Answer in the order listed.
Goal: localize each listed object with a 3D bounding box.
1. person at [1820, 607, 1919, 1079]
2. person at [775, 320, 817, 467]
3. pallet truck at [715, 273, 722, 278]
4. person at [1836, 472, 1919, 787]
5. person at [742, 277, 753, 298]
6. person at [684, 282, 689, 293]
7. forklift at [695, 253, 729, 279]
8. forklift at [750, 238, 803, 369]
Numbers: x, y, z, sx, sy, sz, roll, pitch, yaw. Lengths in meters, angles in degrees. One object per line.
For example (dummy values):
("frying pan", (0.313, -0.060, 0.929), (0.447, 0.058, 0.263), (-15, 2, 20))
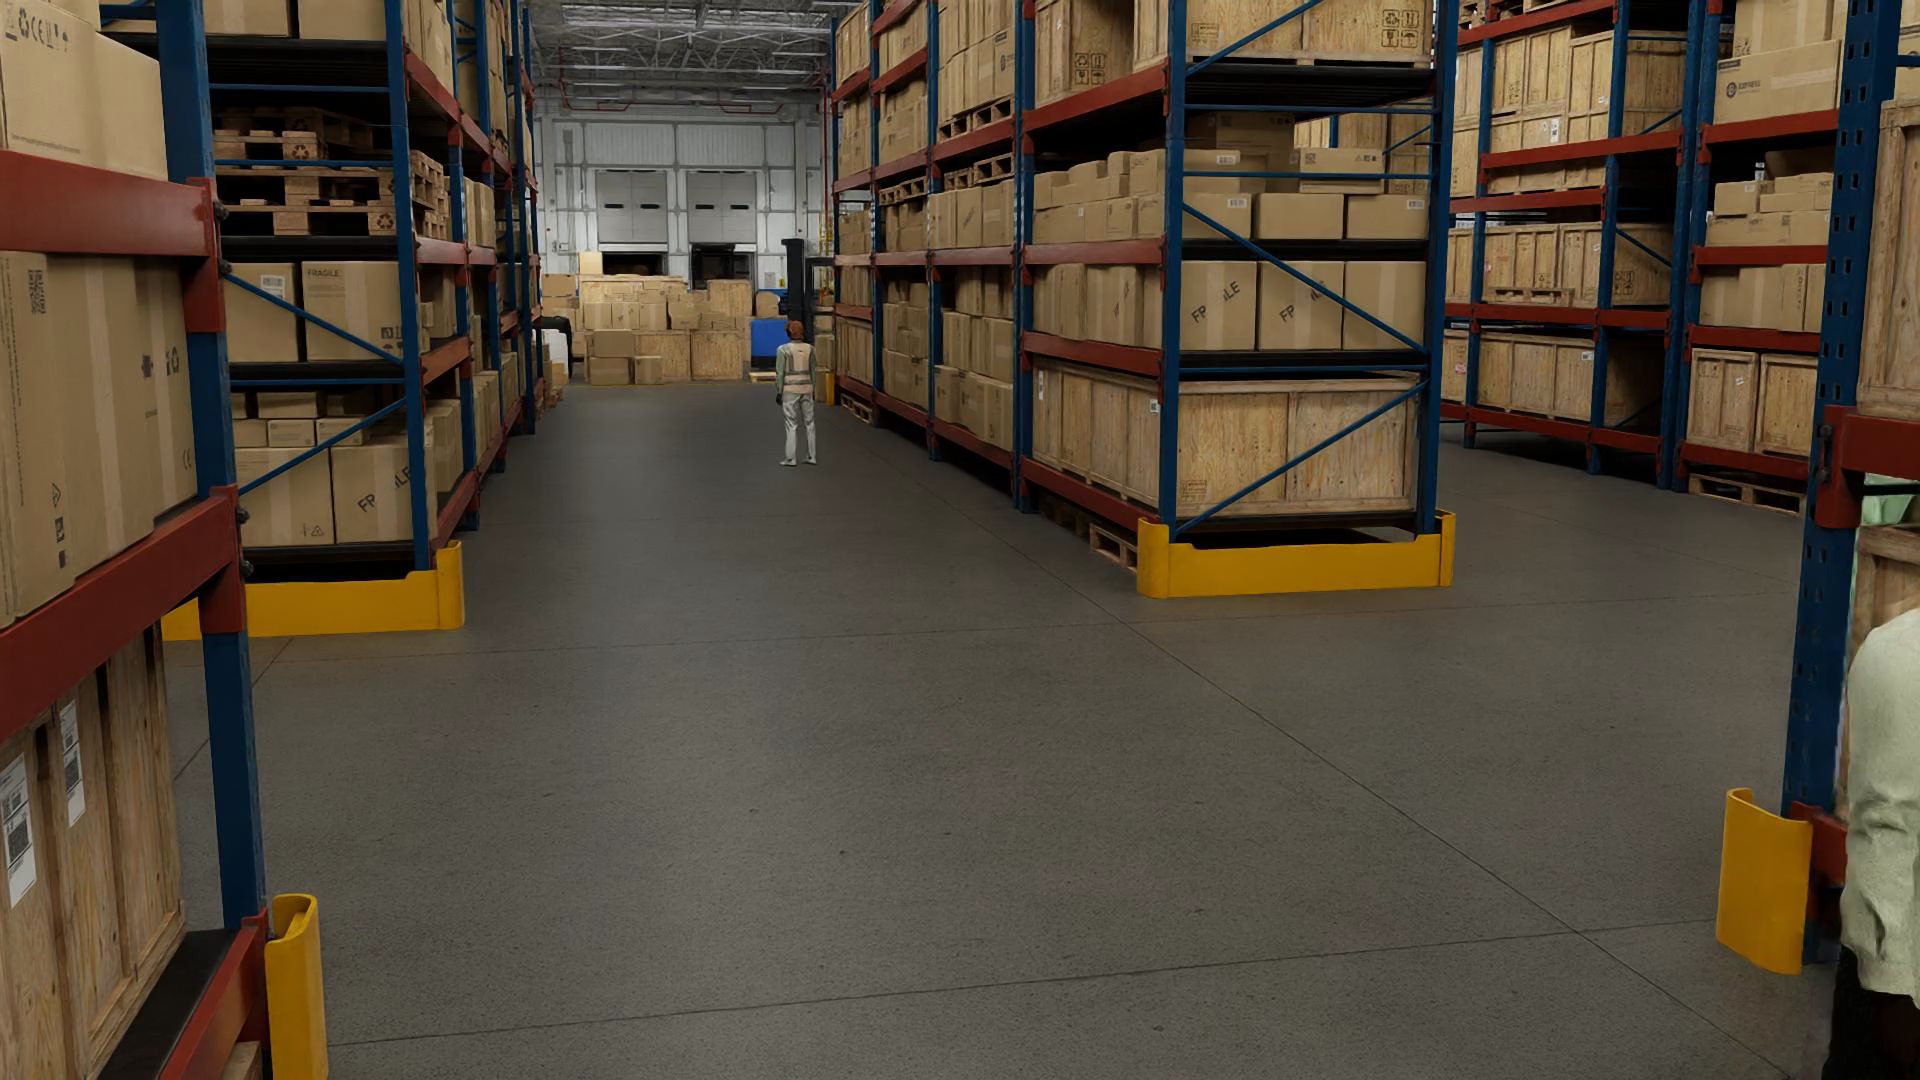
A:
("person", (1.834, 0.739, 3.155), (0.620, 1.958, 0.981), (-3, 10, -16))
("person", (-1.827, -1.637, 18.614), (0.511, 1.630, 0.315), (-7, 12, -38))
("pallet truck", (-8.580, -8.986, 62.280), (1.885, 1.965, 0.823), (1, 9, 5))
("person", (3.640, 0.261, 6.400), (0.530, 1.831, 0.595), (-1, 9, -5))
("person", (-7.389, -8.113, 57.343), (0.617, 1.868, 0.410), (3, 10, 17))
("person", (-10.848, -9.413, 66.019), (0.450, 1.621, 0.551), (-3, 10, -17))
("forklift", (-6.529, -6.416, 43.934), (1.129, 2.768, 1.873), (-2, 10, -12))
("forklift", (-3.590, -5.114, 35.993), (1.873, 2.768, 1.129), (-1, 9, -3))
